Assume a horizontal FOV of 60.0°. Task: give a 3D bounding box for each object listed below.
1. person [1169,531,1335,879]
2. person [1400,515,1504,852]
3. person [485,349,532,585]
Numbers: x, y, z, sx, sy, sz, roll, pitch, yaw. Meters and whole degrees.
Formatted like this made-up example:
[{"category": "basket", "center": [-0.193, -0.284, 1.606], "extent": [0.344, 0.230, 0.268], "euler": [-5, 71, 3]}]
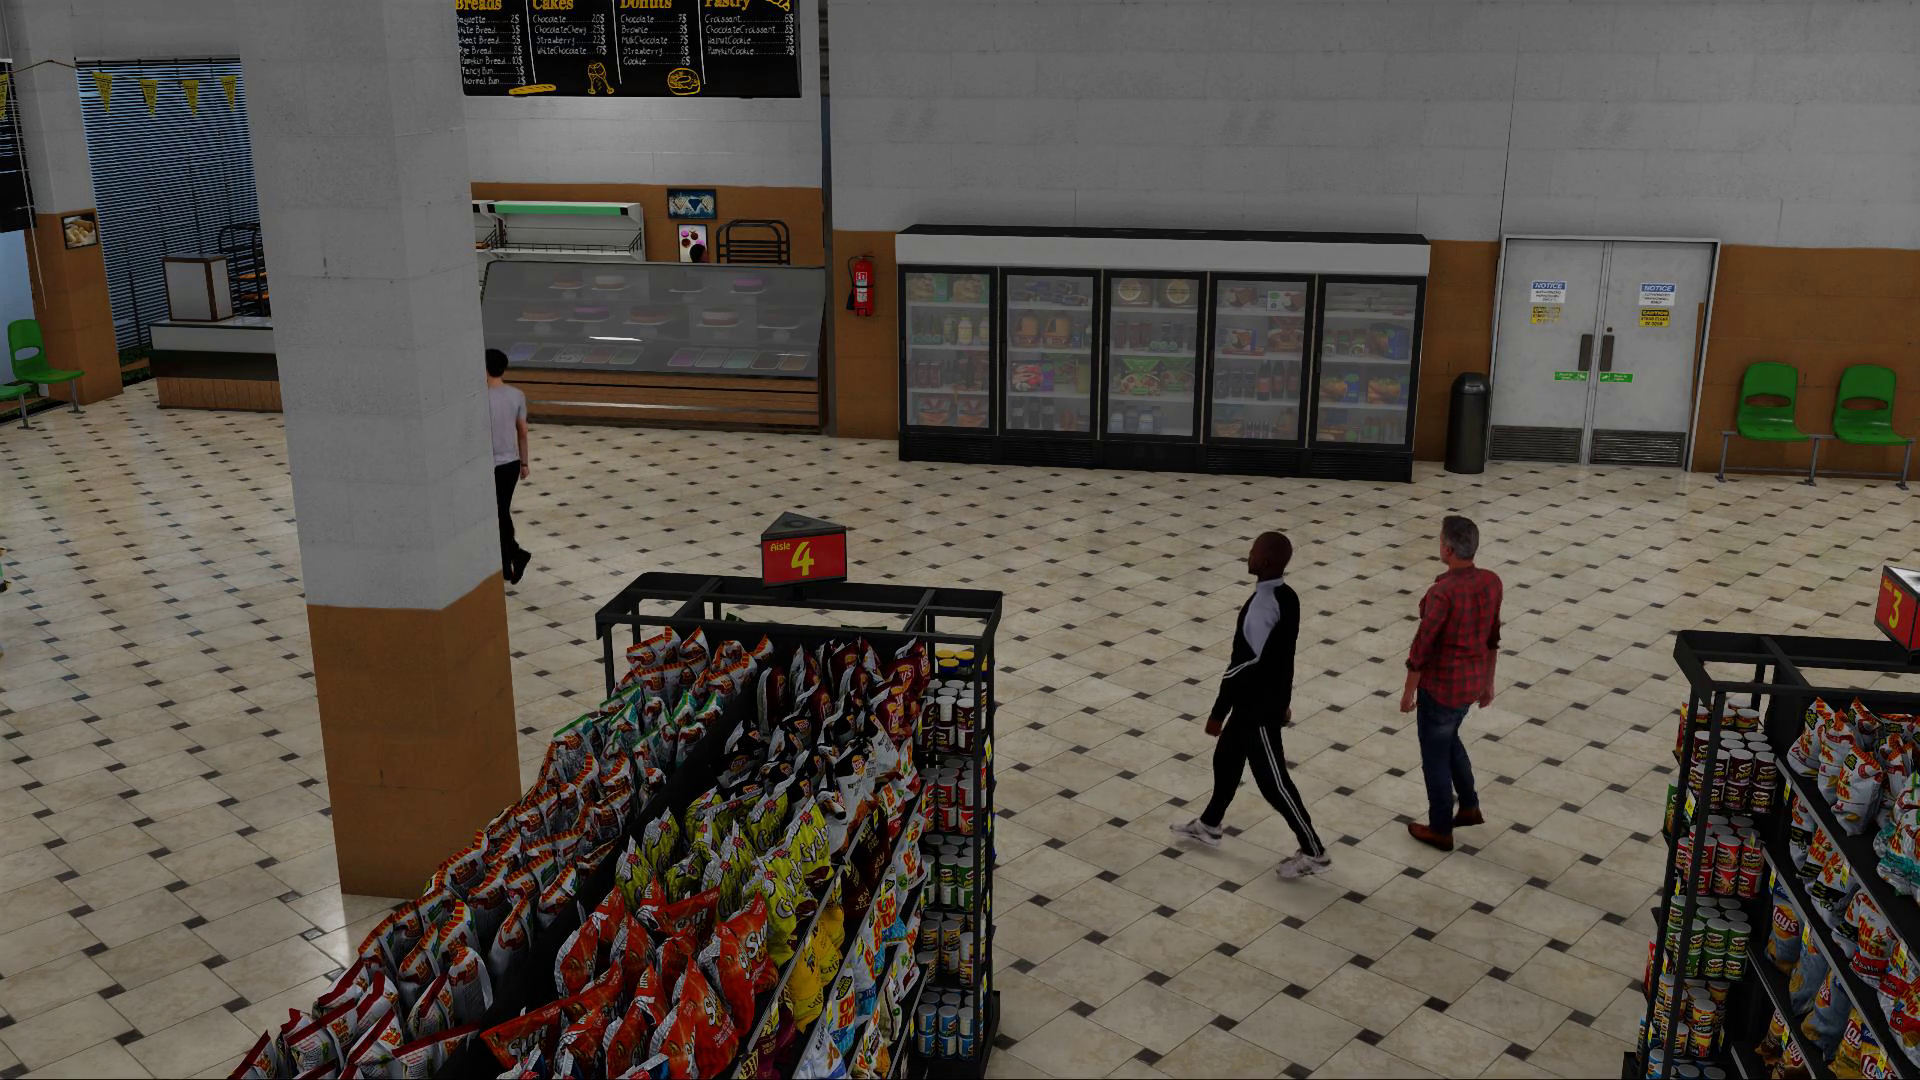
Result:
[{"category": "person", "center": [1.605, 0.860, 8.429], "extent": [0.931, 1.801, 1.171], "euler": [8, 19, 25]}, {"category": "person", "center": [2.619, 0.787, 8.644], "extent": [0.851, 1.815, 0.904], "euler": [-10, 20, -30]}, {"category": "person", "center": [-3.568, -0.540, 12.953], "extent": [1.016, 1.850, 1.010], "euler": [15, 22, 40]}]
